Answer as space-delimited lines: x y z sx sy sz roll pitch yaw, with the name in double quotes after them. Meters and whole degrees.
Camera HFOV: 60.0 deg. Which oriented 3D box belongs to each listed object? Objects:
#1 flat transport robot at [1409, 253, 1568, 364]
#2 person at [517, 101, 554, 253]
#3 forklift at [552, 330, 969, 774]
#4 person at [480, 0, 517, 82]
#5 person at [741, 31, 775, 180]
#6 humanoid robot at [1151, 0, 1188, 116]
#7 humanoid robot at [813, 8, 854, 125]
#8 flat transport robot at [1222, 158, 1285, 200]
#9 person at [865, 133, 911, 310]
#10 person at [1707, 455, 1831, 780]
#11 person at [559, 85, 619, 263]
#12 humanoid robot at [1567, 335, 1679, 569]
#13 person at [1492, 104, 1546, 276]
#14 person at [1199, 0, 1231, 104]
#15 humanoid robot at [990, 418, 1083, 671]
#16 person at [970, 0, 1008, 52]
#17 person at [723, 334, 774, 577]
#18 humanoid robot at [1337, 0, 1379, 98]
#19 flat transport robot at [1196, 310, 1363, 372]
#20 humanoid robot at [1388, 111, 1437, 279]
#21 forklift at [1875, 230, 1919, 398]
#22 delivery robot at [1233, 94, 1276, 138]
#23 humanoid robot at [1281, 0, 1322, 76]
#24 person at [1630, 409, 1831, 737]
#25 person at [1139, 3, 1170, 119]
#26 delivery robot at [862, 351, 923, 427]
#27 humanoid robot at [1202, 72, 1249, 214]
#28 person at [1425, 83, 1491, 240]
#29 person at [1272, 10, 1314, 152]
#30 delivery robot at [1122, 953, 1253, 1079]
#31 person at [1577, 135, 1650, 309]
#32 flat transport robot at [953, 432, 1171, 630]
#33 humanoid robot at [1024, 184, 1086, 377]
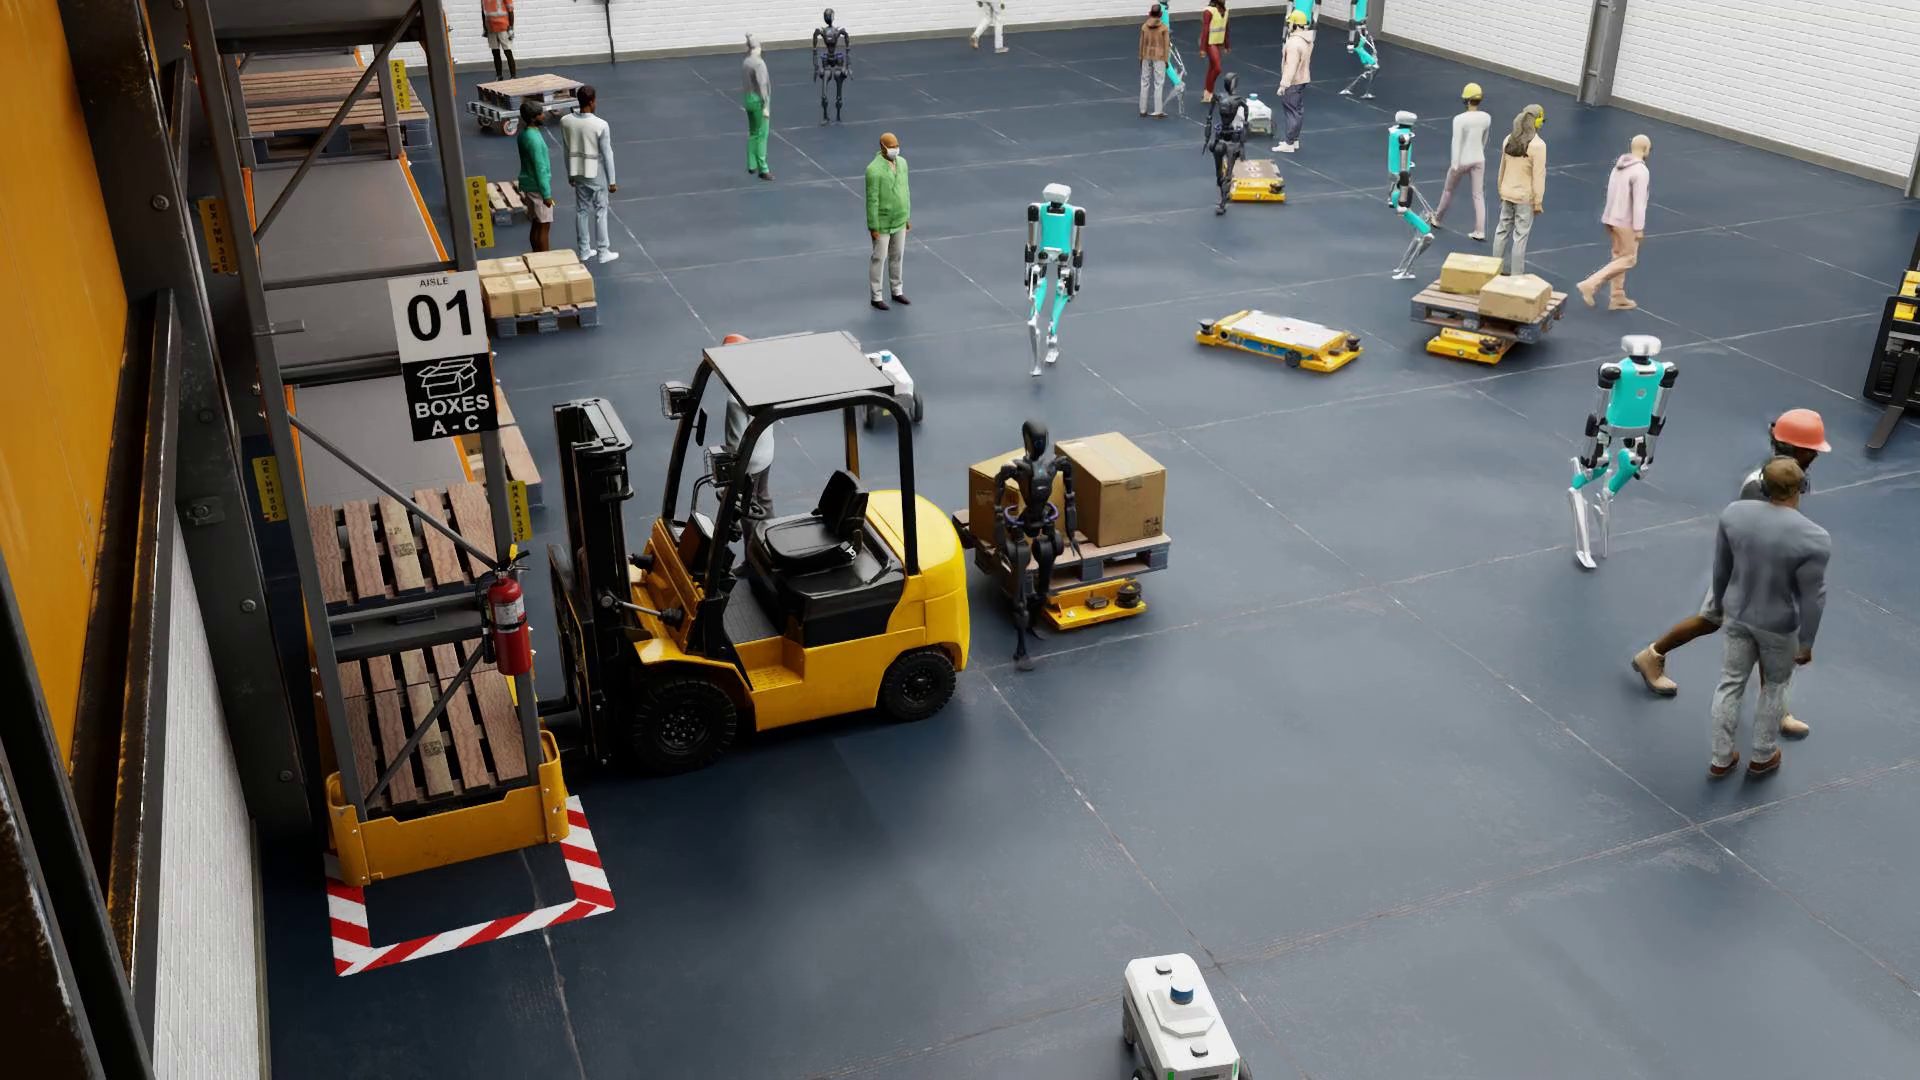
5.070 -2.045 16.055 0.659 0.231 1.431 17 31 30 "flat transport robot"
-4.470 -3.698 17.584 0.396 1.851 0.494 -14 30 -26 "person"
-1.094 0.010 9.831 2.313 2.155 1.214 -10 28 -20 "forklift"
-7.261 -8.057 26.128 0.611 1.962 0.363 12 29 22 "person"
-2.577 -5.571 21.348 0.331 1.828 0.663 -16 31 -28 "person"
3.189 -7.096 24.579 0.787 1.884 0.530 10 28 19 "humanoid robot"
-1.826 -6.824 24.003 0.589 1.645 0.452 0 27 1 "humanoid robot"
3.714 -4.579 21.095 0.659 0.231 1.431 2 27 3 "flat transport robot"
-0.724 -3.196 16.676 0.391 1.778 0.534 24 35 39 "person"
4.457 0.441 9.291 0.546 1.904 0.667 -22 34 -36 "person"
-4.009 -3.949 18.024 0.598 1.909 0.400 9 28 18 "person"
4.521 -0.621 11.630 0.536 1.831 0.659 -2 27 -5 "humanoid robot"
5.823 -3.585 17.334 0.407 1.876 0.555 -15 30 -28 "person"
3.873 -7.484 25.219 0.586 1.748 0.470 -24 35 -39 "person"
0.484 -0.013 10.478 0.600 1.640 0.609 -8 28 -16 "humanoid robot"
0.514 -9.436 28.993 0.568 1.858 0.690 24 35 39 "person"
-1.476 -0.586 11.517 0.351 1.739 0.572 8 28 15 "person"
6.321 -7.695 25.691 0.890 1.787 0.579 17 31 30 "humanoid robot"
3.023 -1.905 15.777 1.431 0.231 0.659 20 33 34 "flat transport robot"
4.799 -3.622 17.563 0.683 1.791 0.540 0 27 0 "humanoid robot"
9.029 -2.397 14.618 1.214 2.155 2.313 18 32 32 "forklift"
4.163 -6.027 23.656 0.499 0.594 0.778 -5 27 -10 "delivery robot"
5.197 -7.689 25.631 0.558 1.741 0.885 11 29 20 "humanoid robot"
4.625 0.136 9.813 0.615 1.999 1.051 -22 34 -37 "person"
2.844 -7.038 24.453 0.464 1.648 0.325 11 29 21 "person"
-0.630 -1.317 14.295 0.499 0.601 0.788 -7 28 -13 "delivery robot"
3.181 -4.787 19.969 0.584 1.633 0.678 16 31 29 "humanoid robot"
5.790 -4.331 18.994 0.548 1.707 0.919 -9 28 -17 "person"
4.553 -6.224 22.589 0.410 1.867 0.791 13 30 25 "person"
0.966 2.190 7.314 0.499 0.596 0.795 -5 27 -10 "delivery robot"
6.552 -3.137 16.576 0.619 1.750 0.570 -3 27 -7 "person"
0.677 0.184 11.622 0.659 0.231 1.431 -11 29 -21 "flat transport robot"
0.791 -2.231 14.847 0.540 1.773 1.036 6 27 11 "humanoid robot"
